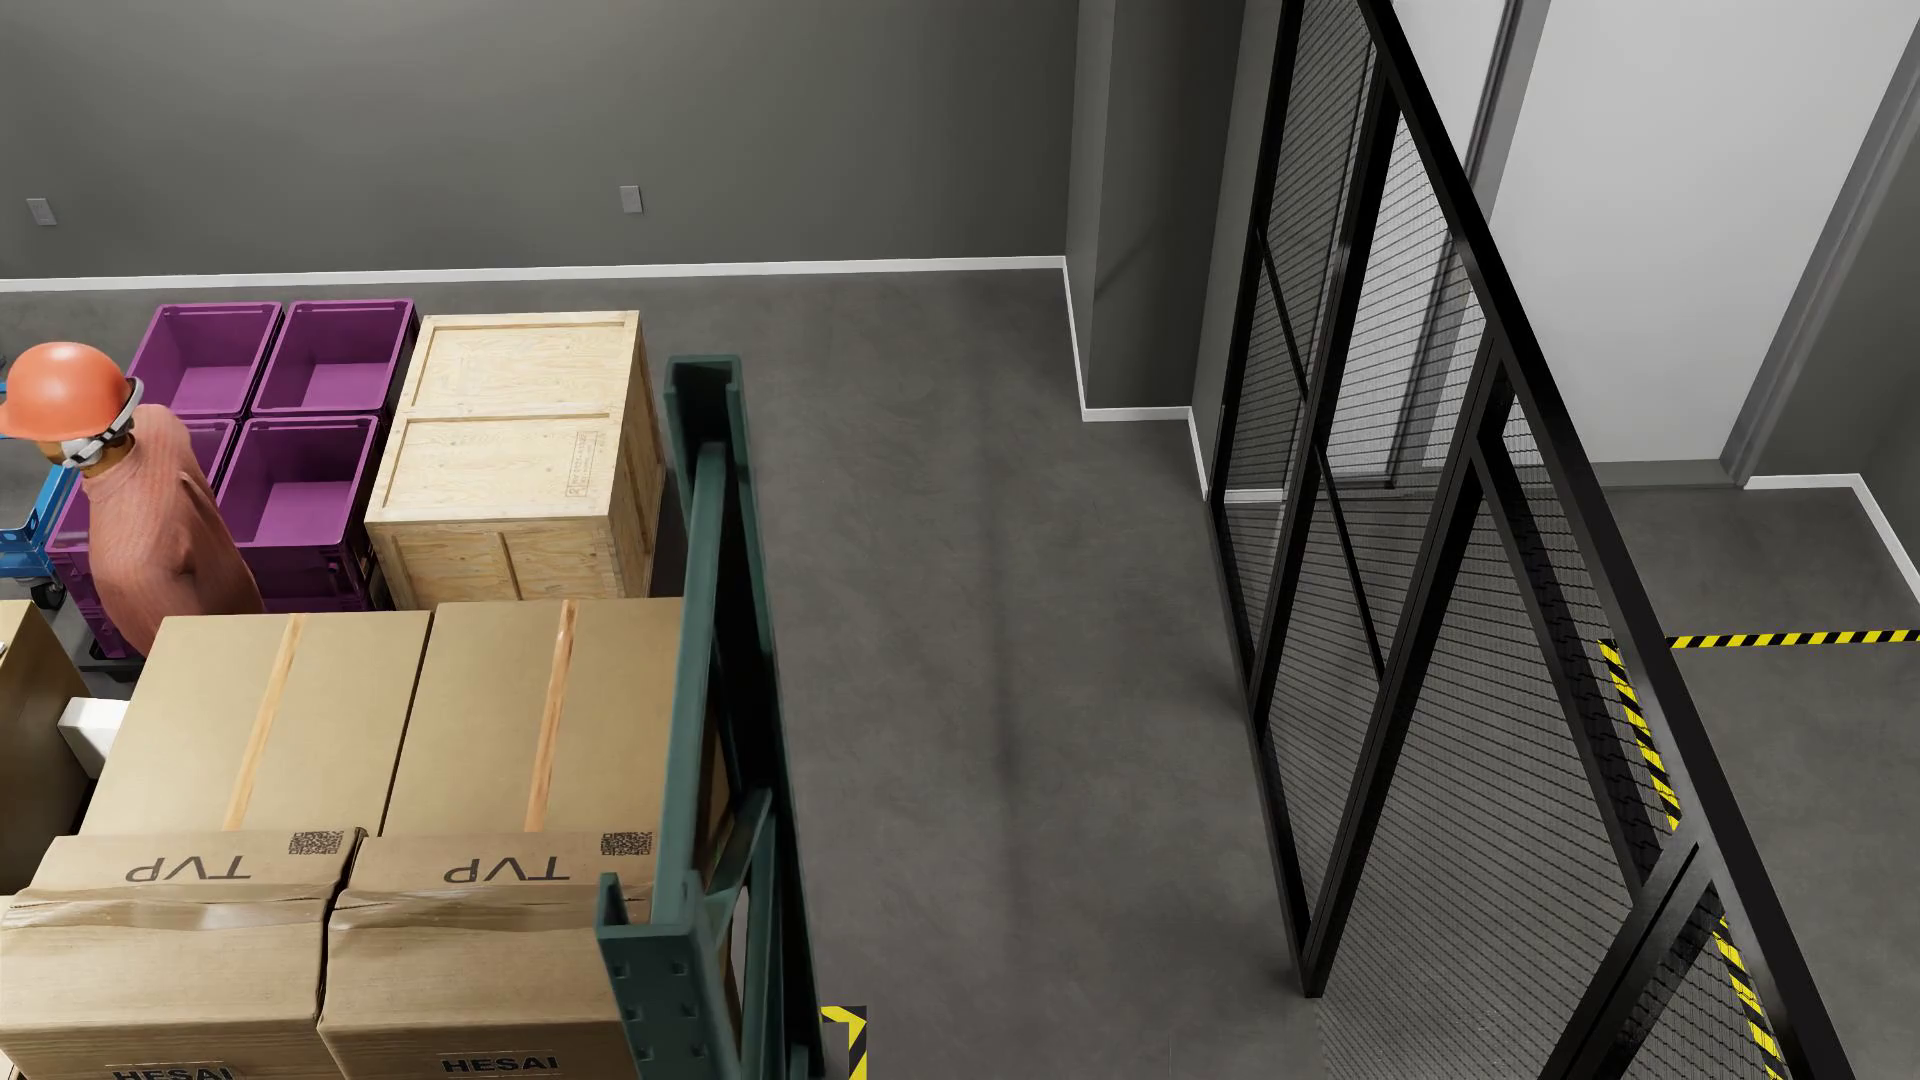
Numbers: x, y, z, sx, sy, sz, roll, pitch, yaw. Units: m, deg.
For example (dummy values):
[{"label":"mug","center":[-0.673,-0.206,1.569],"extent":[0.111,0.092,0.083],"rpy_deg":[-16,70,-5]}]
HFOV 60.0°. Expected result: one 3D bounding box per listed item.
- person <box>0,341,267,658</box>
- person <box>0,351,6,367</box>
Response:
[{"label":"person","center":[-2.045,0.259,4.470],"extent":[0.379,1.996,0.609],"rpy_deg":[-12,47,-11]},{"label":"person","center":[-4.031,-1.265,5.963],"extent":[0.361,1.938,0.635],"rpy_deg":[-4,46,-4]}]
